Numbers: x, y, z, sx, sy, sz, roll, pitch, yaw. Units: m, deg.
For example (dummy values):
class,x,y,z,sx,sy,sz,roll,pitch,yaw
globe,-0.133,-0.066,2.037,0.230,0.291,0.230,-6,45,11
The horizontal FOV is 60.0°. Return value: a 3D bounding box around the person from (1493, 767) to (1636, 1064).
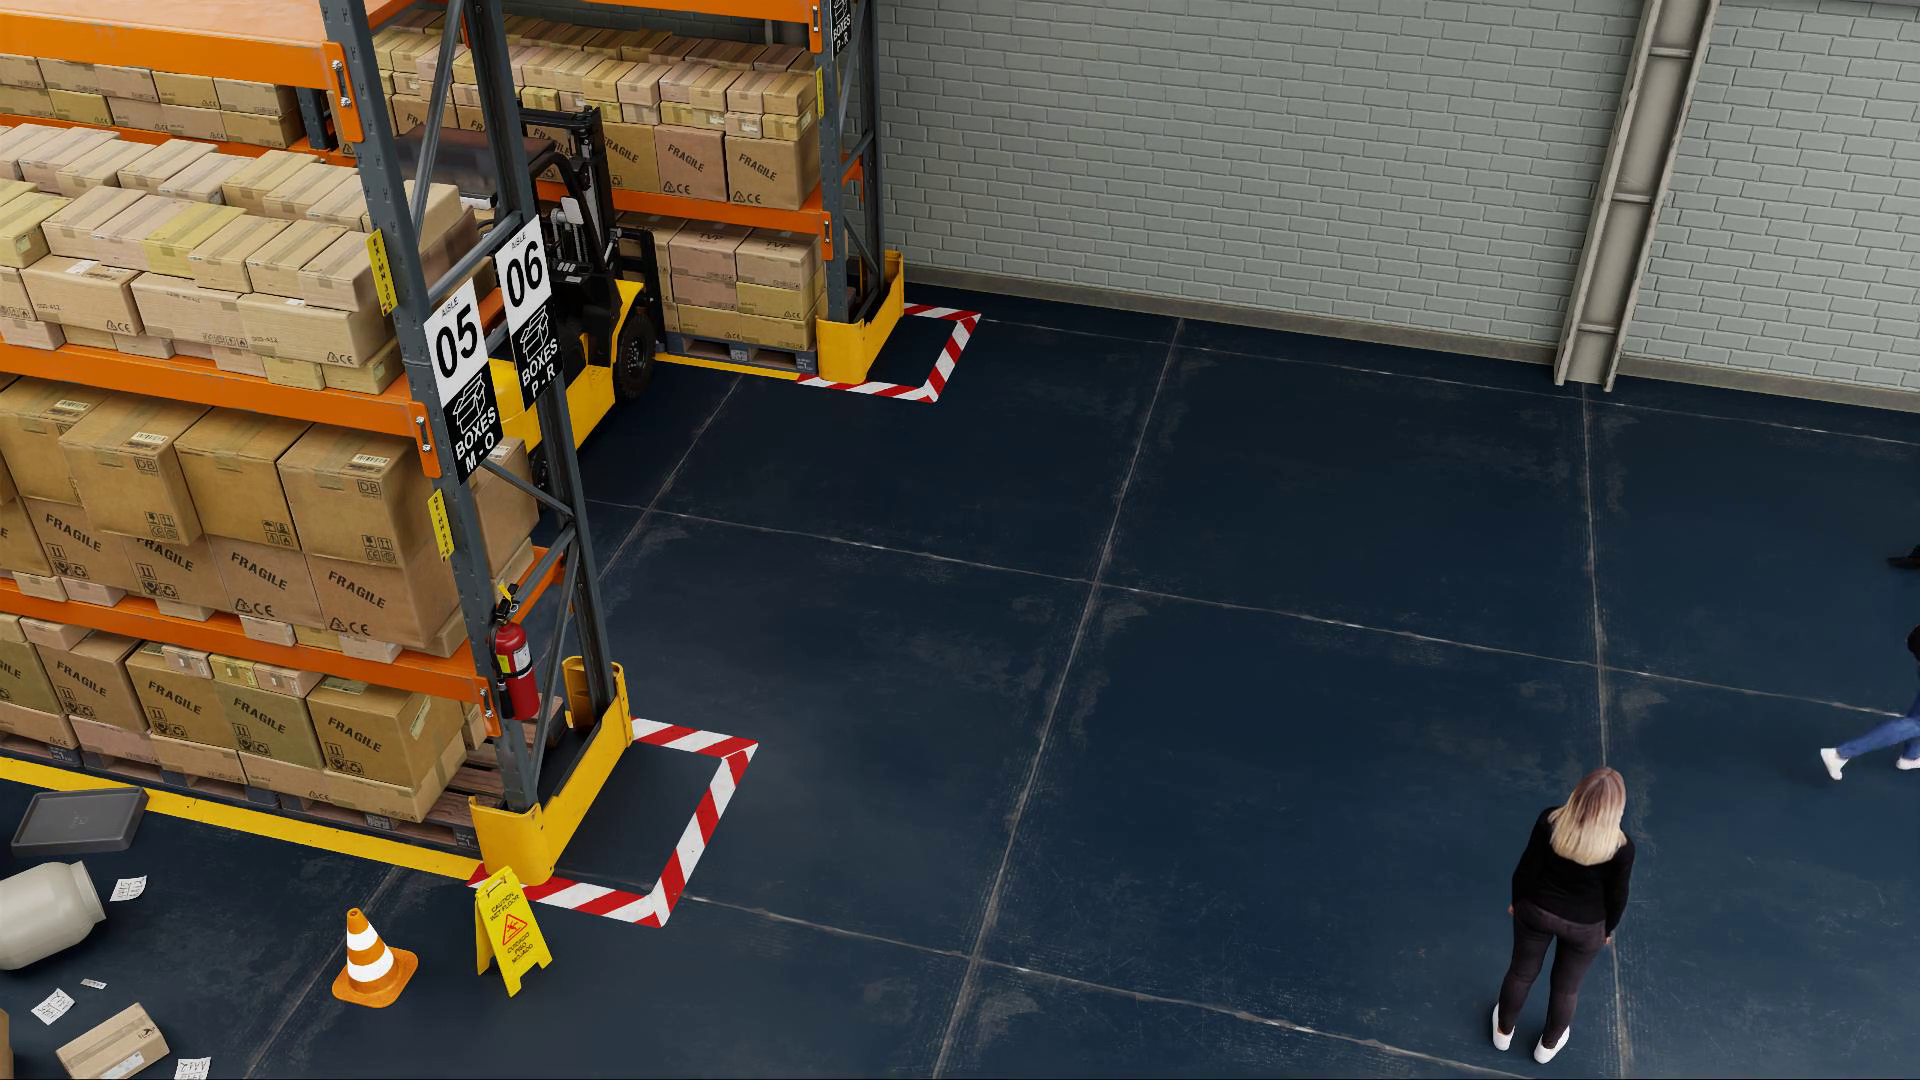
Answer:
class,x,y,z,sx,sy,sz,roll,pitch,yaw
person,2.583,1.622,7.158,0.562,1.685,0.721,19,41,23
